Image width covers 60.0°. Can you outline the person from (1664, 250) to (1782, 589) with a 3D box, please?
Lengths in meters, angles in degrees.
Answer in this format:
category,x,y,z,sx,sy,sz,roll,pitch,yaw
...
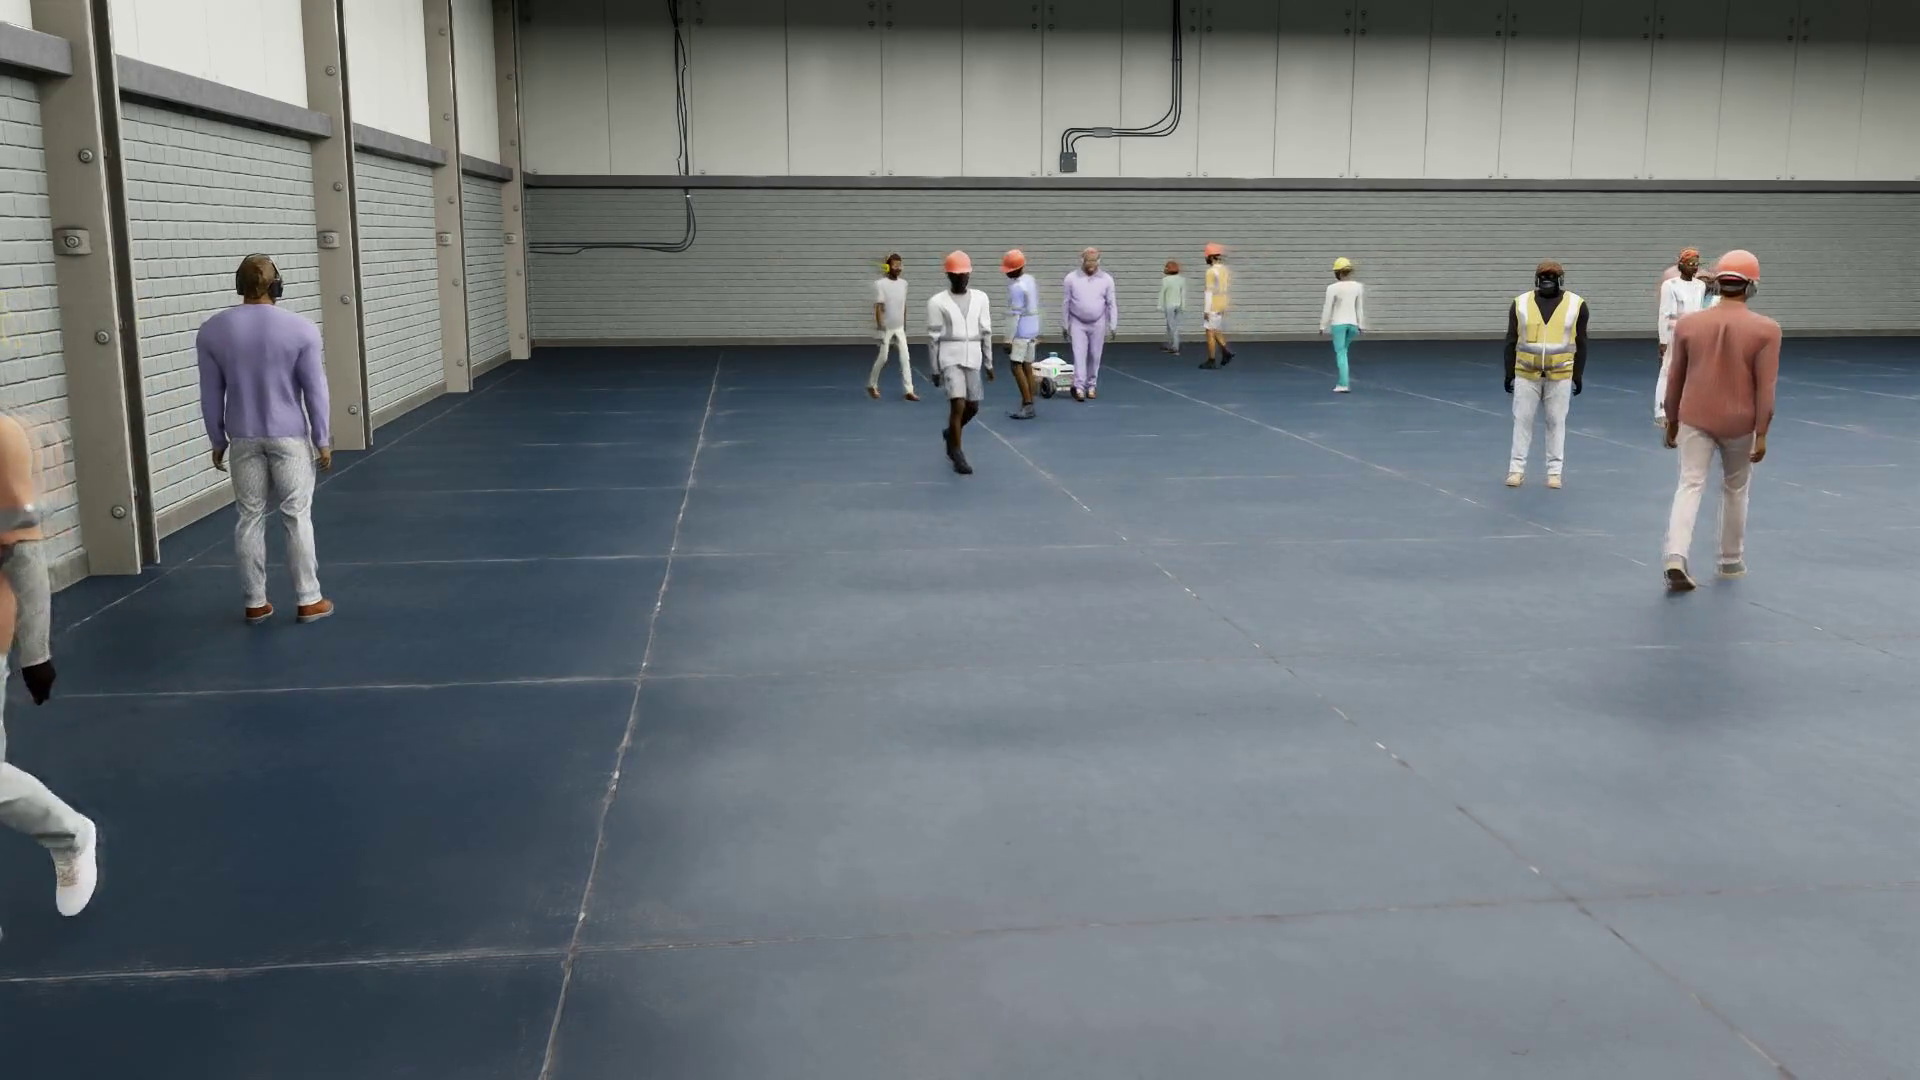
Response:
category,x,y,z,sx,sy,sz,roll,pitch,yaw
person,4.365,-0.694,9.621,0.622,1.958,0.979,8,13,38

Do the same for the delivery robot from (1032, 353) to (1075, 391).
category,x,y,z,sx,sy,sz,roll,pitch,yaw
delivery robot,1.186,-2.134,21.089,0.477,0.478,0.707,-5,11,-24

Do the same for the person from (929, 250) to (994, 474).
category,x,y,z,sx,sy,sz,roll,pitch,yaw
person,-0.022,-1.556,14.471,0.553,1.913,0.786,-4,11,-22

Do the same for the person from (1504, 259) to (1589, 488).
category,x,y,z,sx,sy,sz,roll,pitch,yaw
person,4.716,-1.335,13.441,0.634,1.841,0.429,4,11,22

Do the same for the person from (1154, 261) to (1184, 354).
category,x,y,z,sx,sy,sz,roll,pitch,yaw
person,3.594,-4.033,28.879,0.502,1.607,0.724,-9,13,-39

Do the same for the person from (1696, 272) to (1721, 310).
category,x,y,z,sx,sy,sz,roll,pitch,yaw
person,8.203,-2.146,18.437,0.548,1.627,0.389,3,11,18

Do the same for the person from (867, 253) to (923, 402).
category,x,y,z,sx,sy,sz,roll,pitch,yaw
person,-0.850,-2.642,20.664,0.538,1.827,0.948,-7,13,-36

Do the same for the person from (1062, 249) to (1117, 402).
category,x,y,z,sx,sy,sz,roll,pitch,yaw
person,1.605,-2.654,20.591,0.668,1.872,0.824,0,10,-2

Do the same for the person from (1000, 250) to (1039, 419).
category,x,y,z,sx,sy,sz,roll,pitch,yaw
person,0.690,-2.294,18.617,0.365,1.885,0.664,4,11,21

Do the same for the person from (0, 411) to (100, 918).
category,x,y,z,sx,sy,sz,roll,pitch,yaw
person,-2.768,0.243,4.587,0.593,1.910,0.539,2,11,11

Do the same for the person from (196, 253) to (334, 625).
category,x,y,z,sx,sy,sz,roll,pitch,yaw
person,-3.613,-0.519,8.700,0.635,1.937,0.352,-1,10,-6

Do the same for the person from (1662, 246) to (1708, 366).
category,x,y,z,sx,sy,sz,roll,pitch,yaw
person,10.564,-3.339,24.280,0.650,1.890,0.684,1,10,8

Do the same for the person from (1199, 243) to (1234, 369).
category,x,y,z,sx,sy,sz,roll,pitch,yaw
person,3.886,-3.562,25.394,0.456,1.925,0.553,7,13,35

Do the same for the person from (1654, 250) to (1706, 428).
category,x,y,z,sx,sy,sz,roll,pitch,yaw
person,7.675,-2.136,17.710,0.585,1.882,0.337,-4,11,-23

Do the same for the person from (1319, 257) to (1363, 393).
category,x,y,z,sx,sy,sz,roll,pitch,yaw
person,4.955,-2.807,21.742,0.561,1.743,0.584,-4,11,-23
